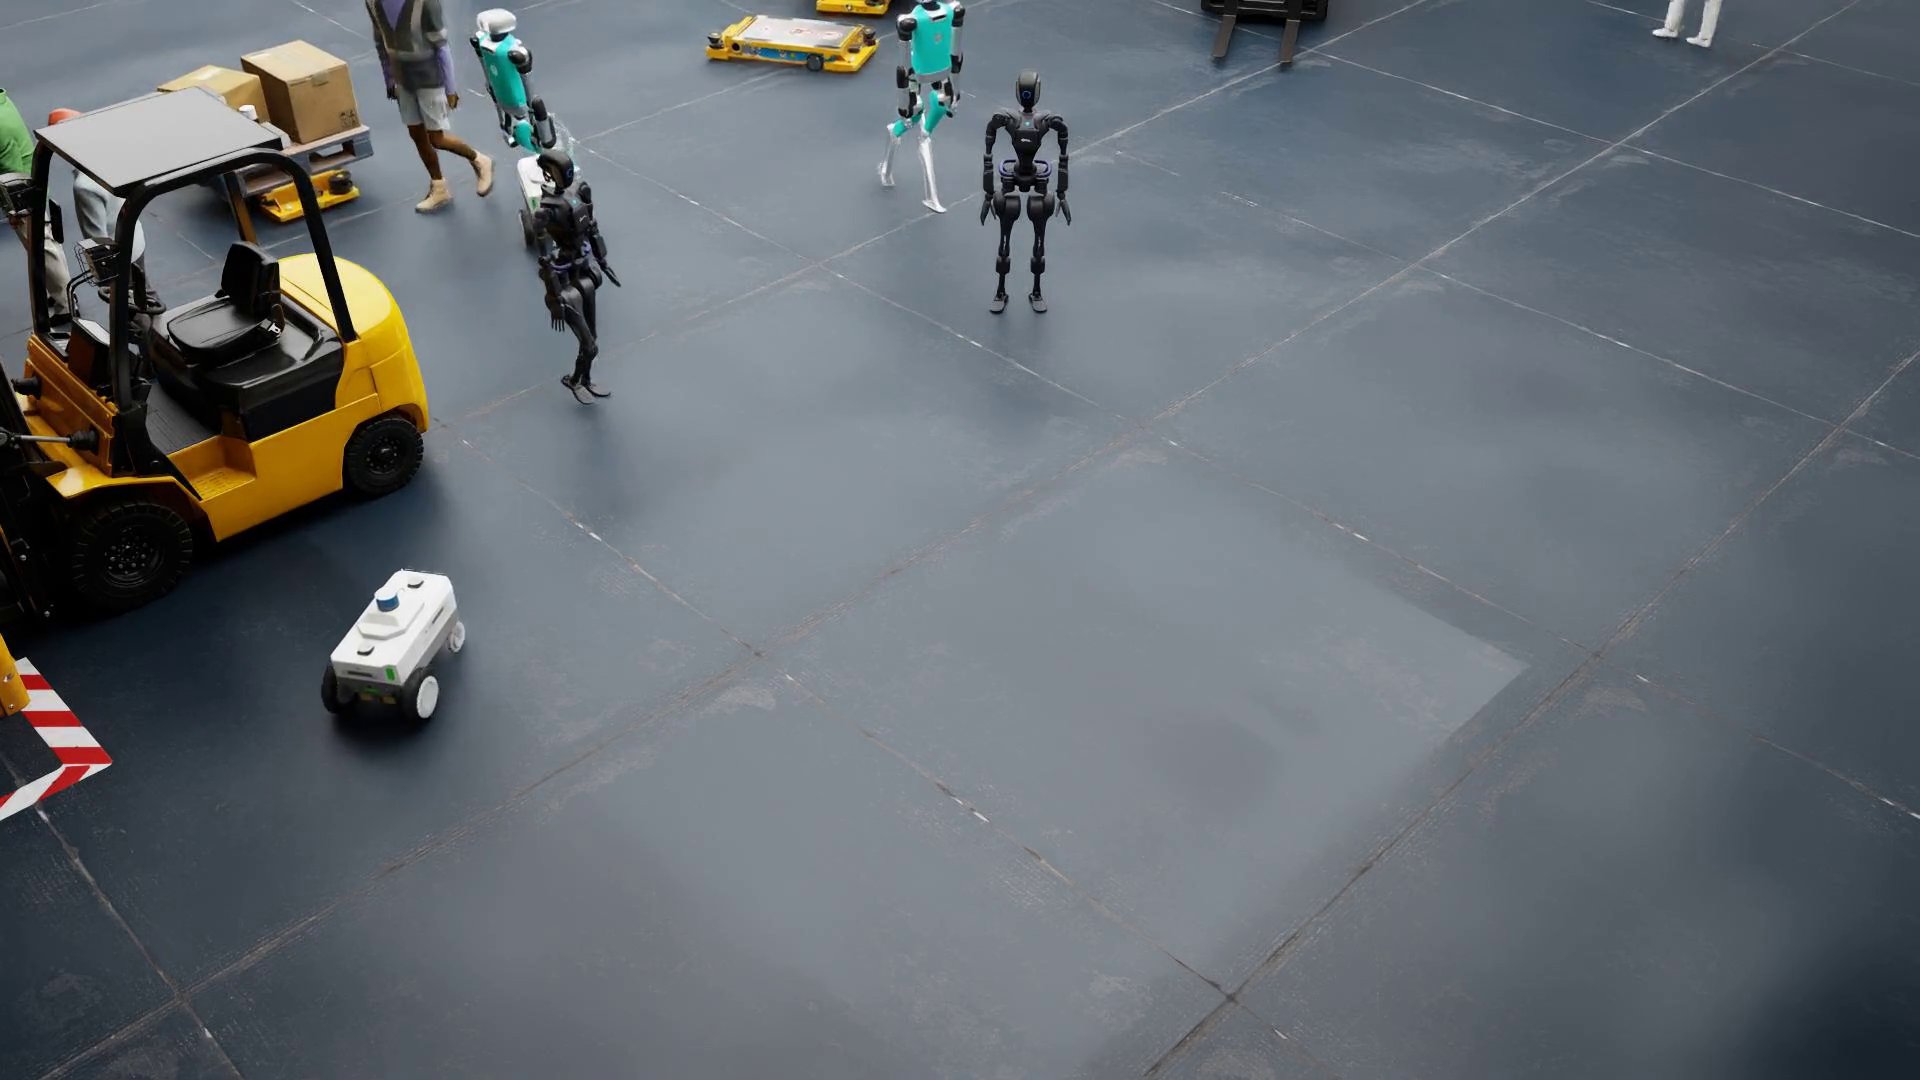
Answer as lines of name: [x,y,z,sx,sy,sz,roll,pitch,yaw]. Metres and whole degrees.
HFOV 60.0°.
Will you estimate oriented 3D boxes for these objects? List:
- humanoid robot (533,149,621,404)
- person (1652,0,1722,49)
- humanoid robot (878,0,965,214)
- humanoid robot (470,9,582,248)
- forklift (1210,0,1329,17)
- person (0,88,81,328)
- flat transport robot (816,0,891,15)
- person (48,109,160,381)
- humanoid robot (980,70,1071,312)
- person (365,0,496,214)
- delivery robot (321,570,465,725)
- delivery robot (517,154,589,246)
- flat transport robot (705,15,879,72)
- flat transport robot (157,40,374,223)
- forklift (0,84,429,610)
humanoid robot: [-2.285,-1.559,9.909,0.337,1.650,0.583,15,39,19]
person: [6.683,-5.265,14.917,0.519,1.618,0.645,-19,41,-23]
humanoid robot: [-0.381,-3.298,12.212,0.550,1.798,0.934,-21,42,-26]
humanoid robot: [-2.893,-2.919,11.681,0.585,1.770,0.862,26,44,30]
forklift: [3.106,-6.400,15.960,1.214,2.155,2.313,8,37,10]
person: [-6.076,-2.232,10.722,0.383,1.782,0.534,-15,39,-19]
flat transport robot: [-0.922,-5.508,16.370,0.659,0.231,1.431,7,37,9]
person: [-5.186,-1.799,10.176,0.352,1.740,0.571,-4,37,-6]
humanoid robot: [0.432,-2.255,10.827,0.599,1.657,0.315,1,37,1]
person: [-3.890,-3.356,12.034,0.645,2.018,0.624,16,40,20]
delivery robot: [-2.741,0.512,8.087,0.499,0.613,0.811,7,37,9]
delivery robot: [-2.989,-2.497,12.115,0.499,0.613,0.789,-12,38,-16]
flat transport robot: [-1.509,-4.480,14.993,1.431,0.231,0.659,9,38,12]
flat transport robot: [-5.280,-2.825,12.778,1.431,0.231,0.659,30,46,34]
forklift: [-4.145,-1.093,8.856,2.313,2.155,1.214,-31,47,-34]
